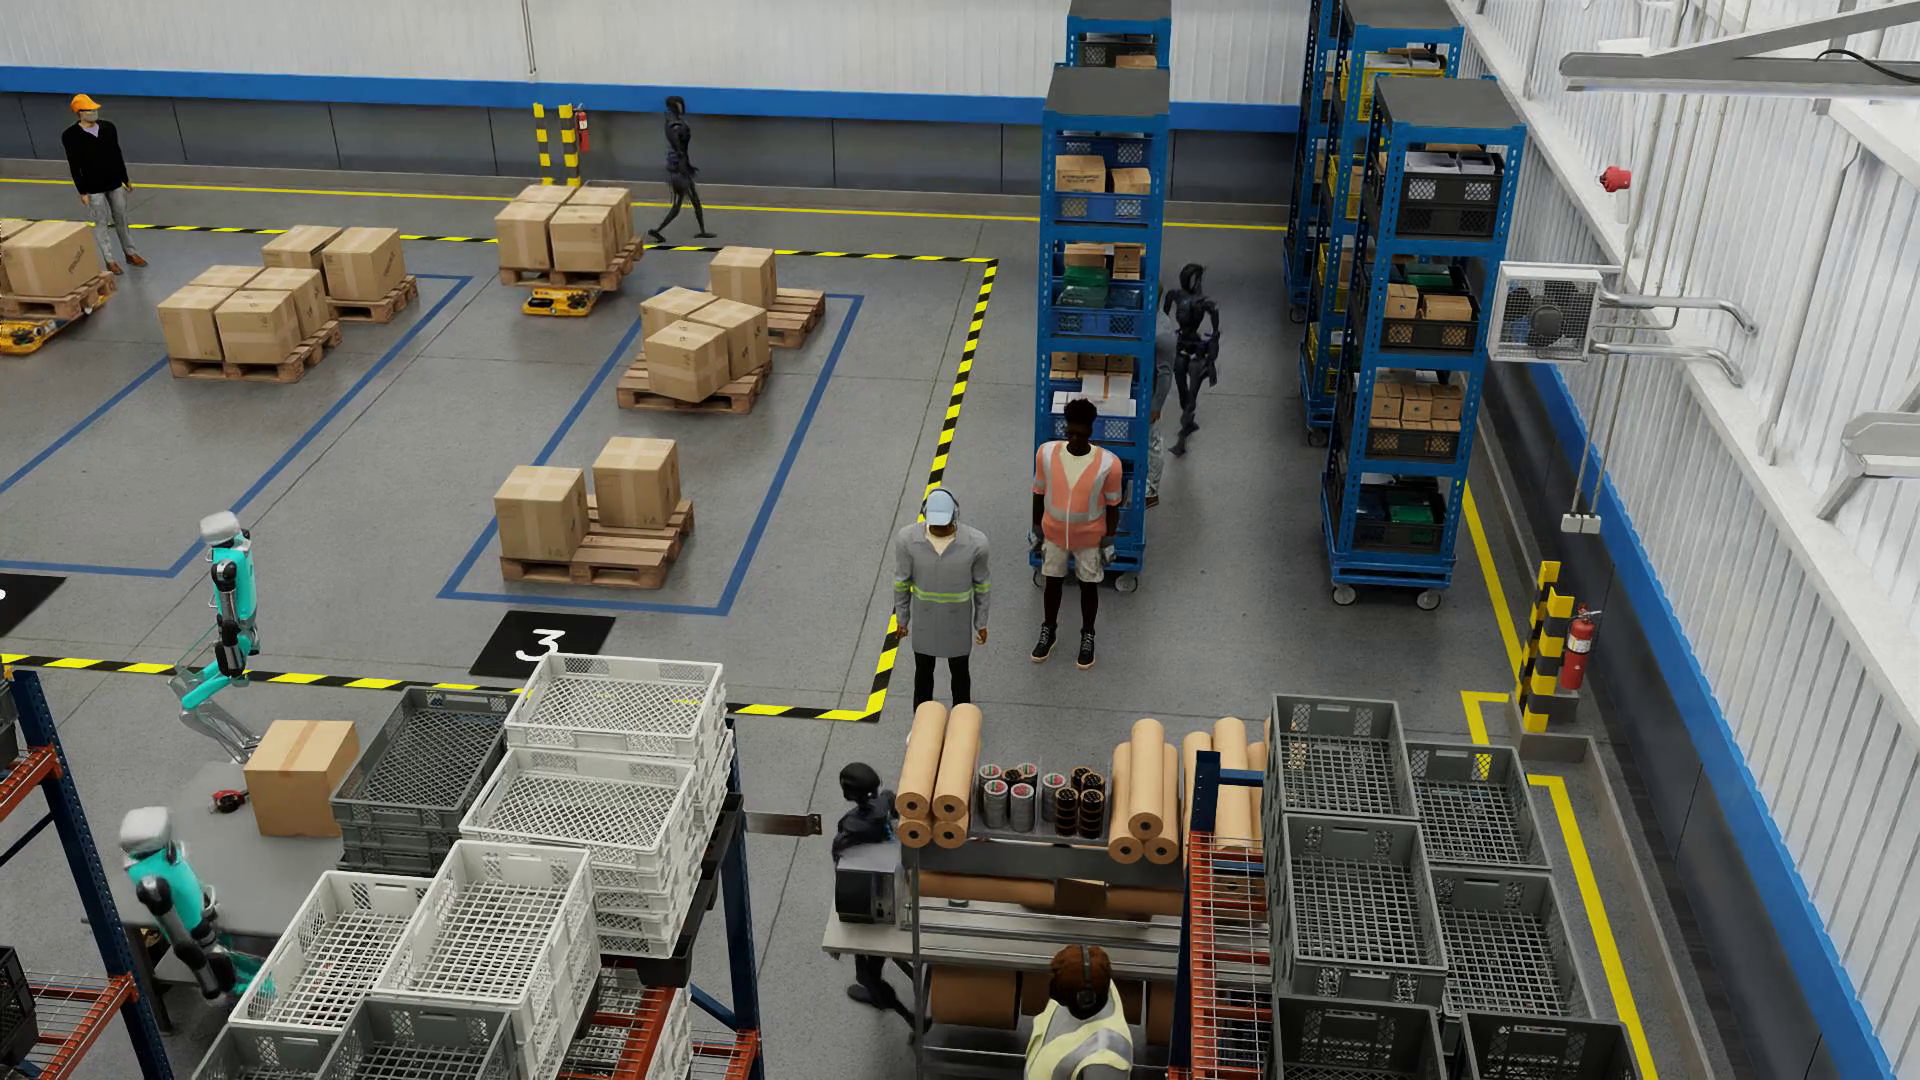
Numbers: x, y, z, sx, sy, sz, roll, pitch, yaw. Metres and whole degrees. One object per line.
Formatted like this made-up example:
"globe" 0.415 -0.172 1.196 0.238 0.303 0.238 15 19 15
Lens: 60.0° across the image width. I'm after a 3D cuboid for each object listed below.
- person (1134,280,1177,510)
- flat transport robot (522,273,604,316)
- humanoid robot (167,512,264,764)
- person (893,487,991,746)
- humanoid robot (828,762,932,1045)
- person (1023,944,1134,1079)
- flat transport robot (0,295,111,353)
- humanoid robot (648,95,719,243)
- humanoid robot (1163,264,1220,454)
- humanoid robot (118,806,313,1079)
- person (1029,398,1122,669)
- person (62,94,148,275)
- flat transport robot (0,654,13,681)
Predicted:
"person" 1.430 -1.155 12.998 0.373 1.940 0.629 -12 32 -20
"flat transport robot" -4.003 -2.695 17.274 0.652 0.197 1.431 3 30 6
"humanoid robot" -4.519 0.626 10.009 0.735 1.673 0.533 -5 31 -9
"person" -0.117 0.493 10.253 0.598 1.850 0.392 3 30 6
"humanoid robot" -0.359 1.787 8.216 0.594 1.633 0.609 17 34 27
"person" 0.478 2.406 6.979 0.429 1.844 0.624 -5 31 -8
"flat transport robot" -9.137 -2.240 16.493 0.652 0.197 1.431 3 30 6
"humanoid robot" -3.118 -4.088 18.333 0.741 1.641 0.600 -2 30 -4
"humanoid robot" 1.892 -1.541 13.946 0.609 1.624 0.722 22 37 33
"humanoid robot" -3.305 1.930 7.949 0.947 1.789 0.555 -12 32 -19
"person" 0.755 -0.042 11.059 0.603 1.966 0.367 9 31 15
"person" -9.015 -3.746 17.502 0.357 1.884 0.590 18 35 28
"flat transport robot" -7.142 0.969 11.010 1.431 0.231 0.659 3 30 6
